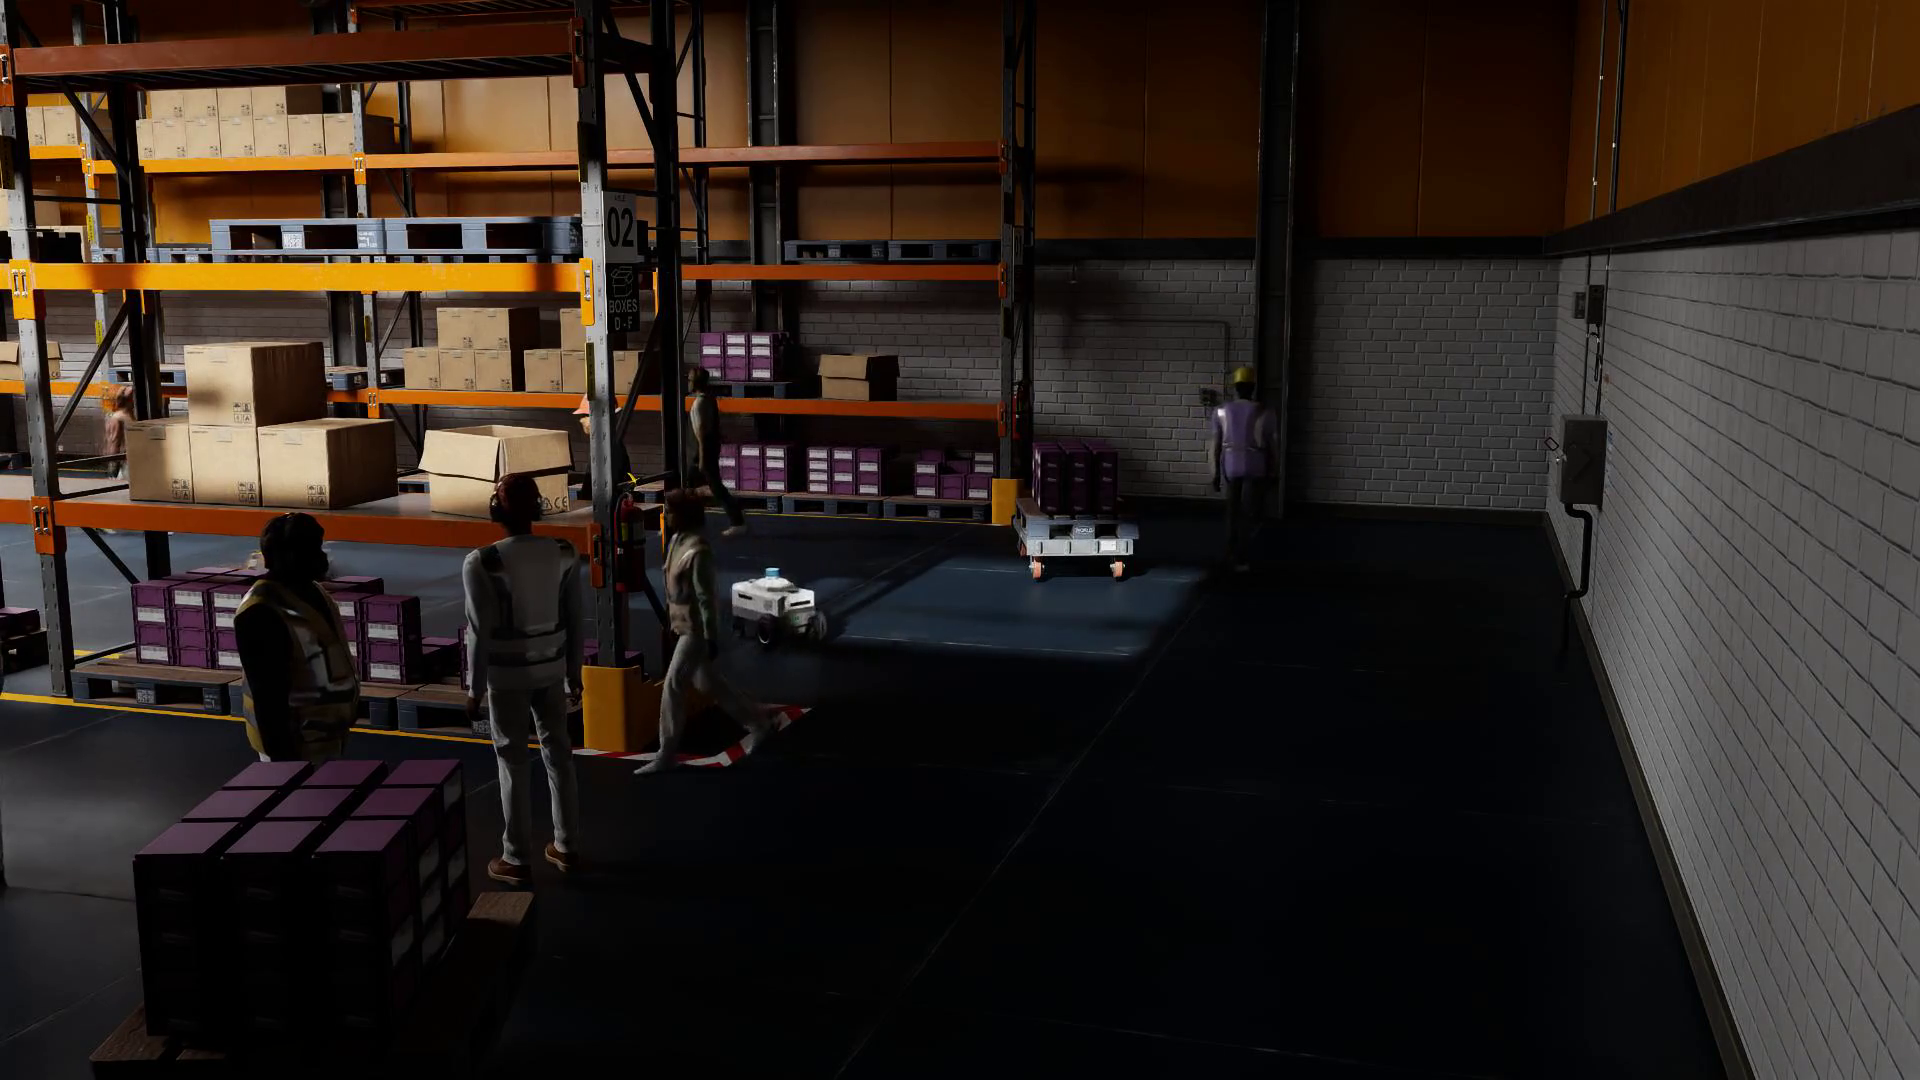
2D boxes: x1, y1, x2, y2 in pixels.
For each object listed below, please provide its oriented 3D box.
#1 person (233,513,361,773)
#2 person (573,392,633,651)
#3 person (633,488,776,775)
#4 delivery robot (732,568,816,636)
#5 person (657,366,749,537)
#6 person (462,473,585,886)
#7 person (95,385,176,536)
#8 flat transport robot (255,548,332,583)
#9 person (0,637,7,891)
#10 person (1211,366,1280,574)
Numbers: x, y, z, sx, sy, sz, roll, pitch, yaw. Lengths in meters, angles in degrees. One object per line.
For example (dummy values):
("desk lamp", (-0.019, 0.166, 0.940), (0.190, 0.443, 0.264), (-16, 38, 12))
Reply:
("person", (-2.629, 0.802, 6.693), (0.429, 1.845, 0.622), (0, 9, -3))
("person", (-2.422, -0.041, 11.367), (0.382, 1.995, 0.612), (-1, 9, -9))
("person", (-1.435, 0.491, 9.333), (0.804, 1.607, 0.522), (-4, 10, -23))
("delivery robot", (-1.401, 0.452, 12.456), (0.477, 0.478, 0.707), (-8, 12, -41))
("person", (-2.649, -0.903, 17.227), (0.939, 1.803, 0.525), (2, 9, 11))
("person", (-1.983, 0.632, 7.601), (0.583, 1.882, 0.337), (-8, 13, -42))
("person", (-8.717, -0.827, 17.385), (0.886, 1.593, 0.505), (-1, 9, -3))
("flat transport robot", (-5.946, 0.262, 14.758), (0.652, 0.197, 1.431), (-3, 10, -19))
("person", (-4.497, 0.690, 7.430), (0.403, 1.824, 0.589), (-5, 11, -27))
("person", (2.663, -0.661, 15.436), (0.598, 1.898, 0.799), (4, 10, 24))
